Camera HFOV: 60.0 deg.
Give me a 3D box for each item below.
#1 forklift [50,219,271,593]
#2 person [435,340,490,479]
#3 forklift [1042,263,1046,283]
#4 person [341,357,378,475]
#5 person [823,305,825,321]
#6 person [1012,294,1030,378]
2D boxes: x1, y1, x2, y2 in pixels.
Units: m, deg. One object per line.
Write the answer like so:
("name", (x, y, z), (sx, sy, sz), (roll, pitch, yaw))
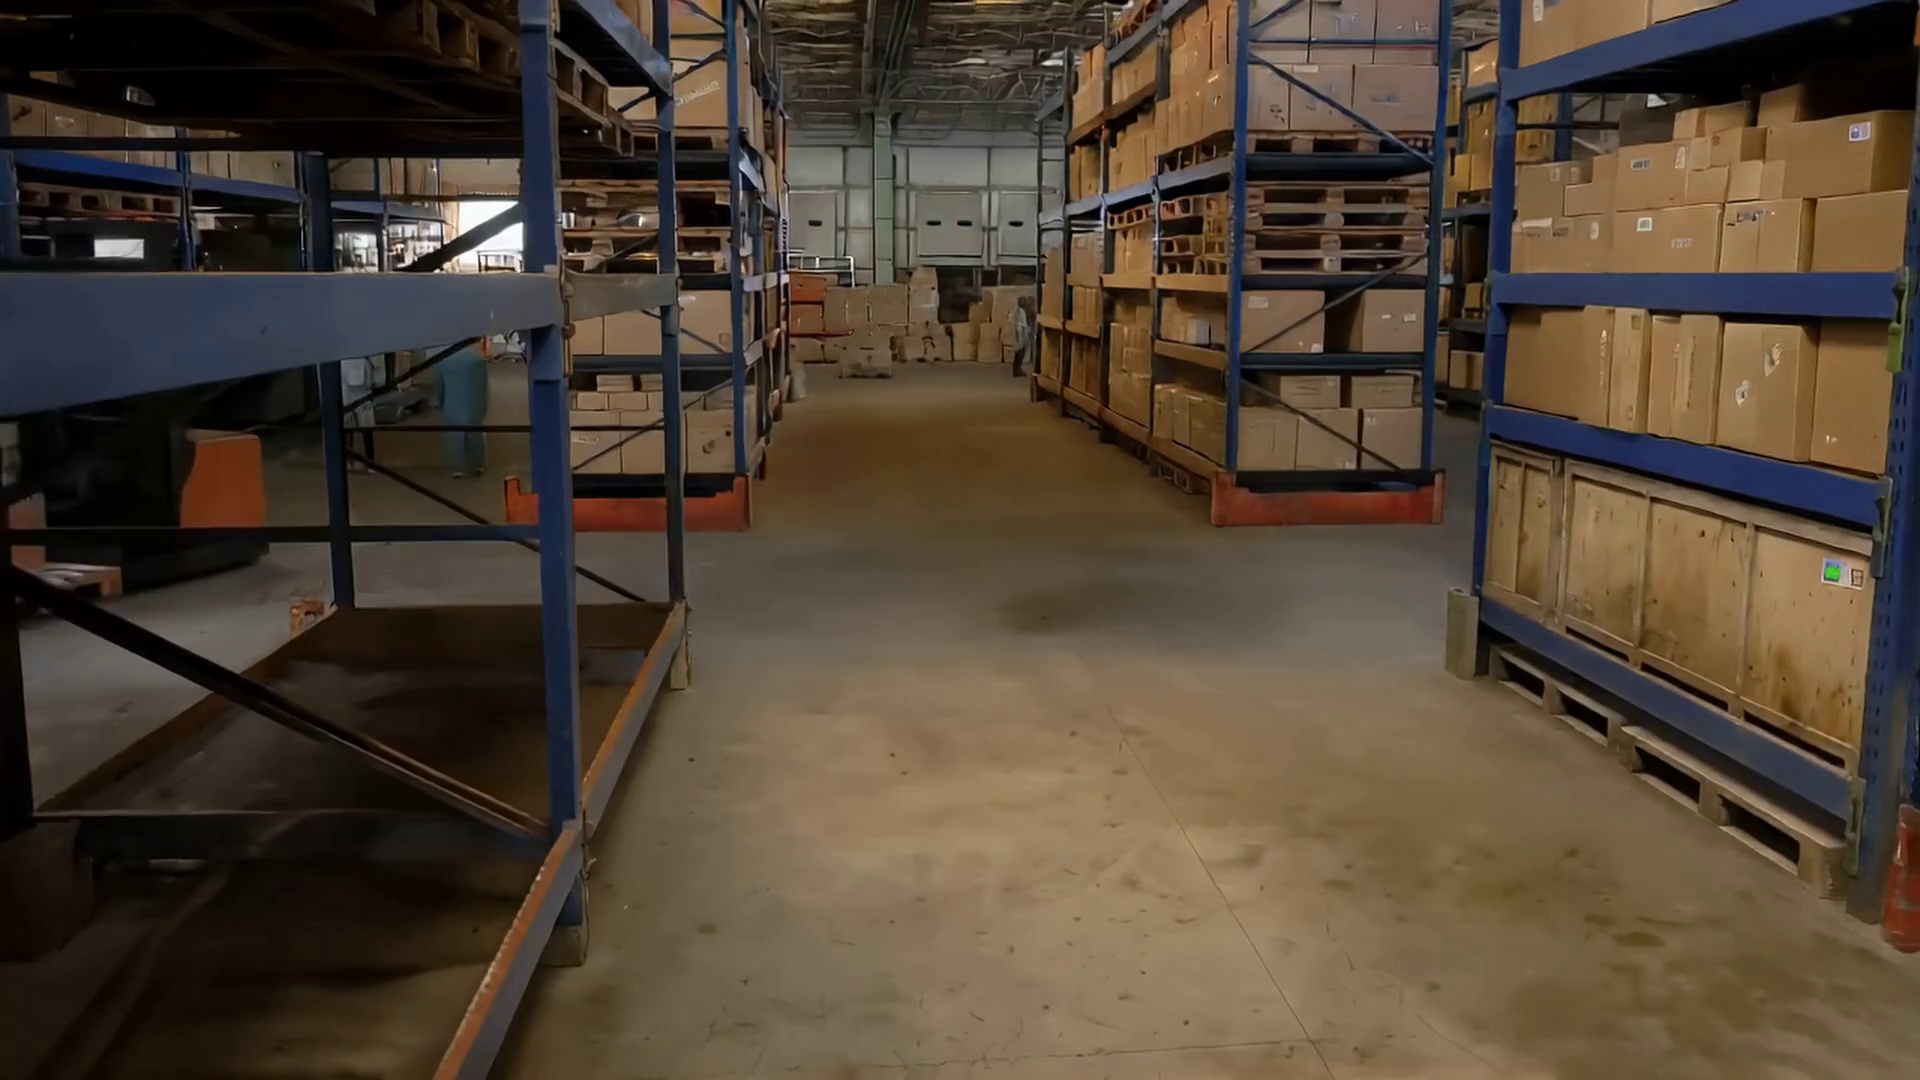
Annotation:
("forklift", (-6.545, -1.110, 13.101), (1.129, 2.768, 1.873), (3, 9, 16))
("person", (-5.937, -1.672, 19.896), (0.637, 1.842, 1.046), (-2, 9, -11))
("forklift", (3.351, -8.646, 60.421), (1.873, 2.768, 1.129), (6, 11, 35))
("person", (-7.285, -1.625, 20.042), (0.540, 1.696, 0.316), (-6, 11, -33))
("person", (-4.335, -6.685, 51.127), (0.397, 1.925, 0.549), (-8, 12, -43))
("person", (1.431, -4.782, 39.022), (0.368, 1.966, 0.602), (4, 10, 21))
